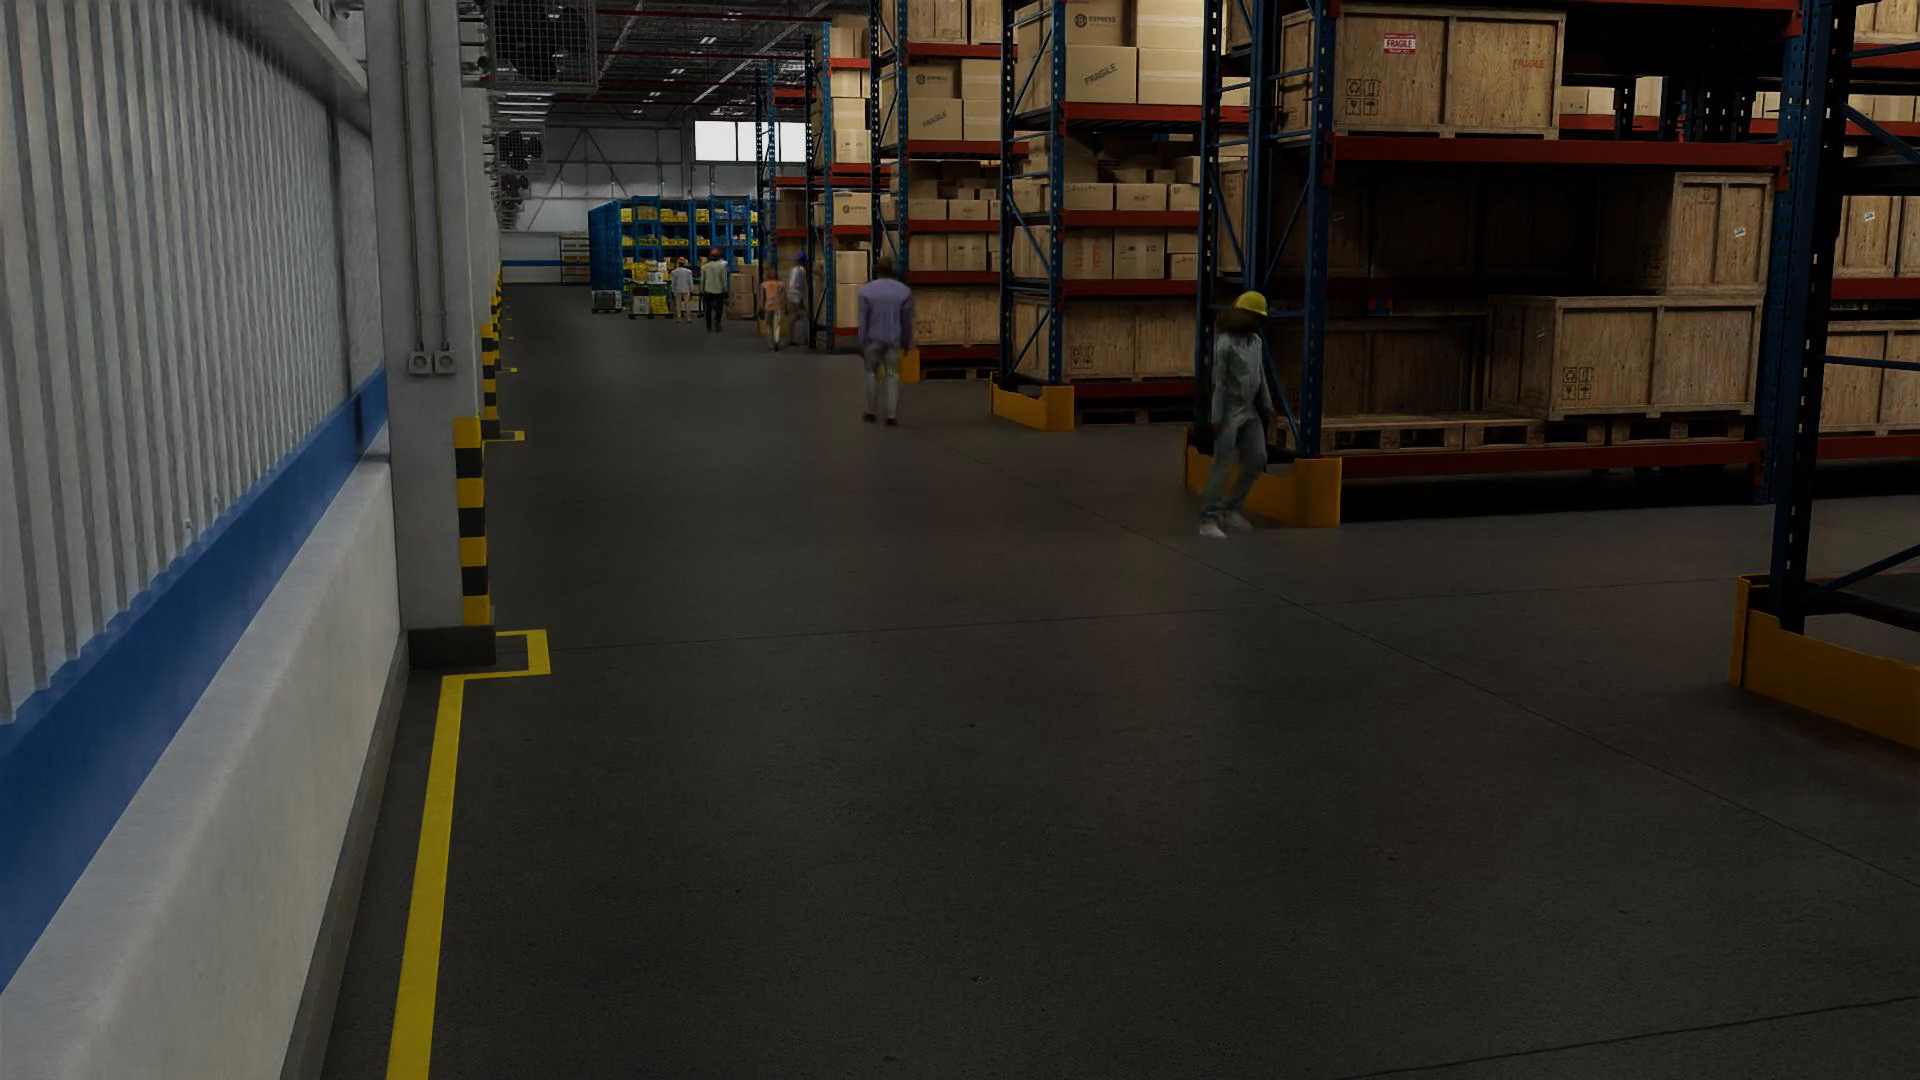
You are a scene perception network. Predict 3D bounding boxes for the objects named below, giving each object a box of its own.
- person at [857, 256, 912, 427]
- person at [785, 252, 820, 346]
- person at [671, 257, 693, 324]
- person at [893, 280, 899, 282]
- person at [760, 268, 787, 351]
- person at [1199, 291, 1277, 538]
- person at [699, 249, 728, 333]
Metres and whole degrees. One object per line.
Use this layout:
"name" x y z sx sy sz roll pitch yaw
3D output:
"person" -0.883 -2.258 18.922 0.657 1.904 0.882 -3 10 -15
"person" -3.192 -4.870 33.703 0.800 1.898 0.662 -5 11 -24
"person" -7.249 -6.508 43.416 0.575 1.749 0.335 -2 10 -11
"person" -1.124 -3.791 27.903 0.598 1.803 0.810 9 13 40
"person" -3.635 -4.482 32.347 0.517 1.612 0.701 0 10 2
"person" 1.944 -0.877 11.635 0.417 1.718 0.492 9 13 42
"person" -5.794 -5.860 39.175 0.758 1.939 0.924 1 10 8
